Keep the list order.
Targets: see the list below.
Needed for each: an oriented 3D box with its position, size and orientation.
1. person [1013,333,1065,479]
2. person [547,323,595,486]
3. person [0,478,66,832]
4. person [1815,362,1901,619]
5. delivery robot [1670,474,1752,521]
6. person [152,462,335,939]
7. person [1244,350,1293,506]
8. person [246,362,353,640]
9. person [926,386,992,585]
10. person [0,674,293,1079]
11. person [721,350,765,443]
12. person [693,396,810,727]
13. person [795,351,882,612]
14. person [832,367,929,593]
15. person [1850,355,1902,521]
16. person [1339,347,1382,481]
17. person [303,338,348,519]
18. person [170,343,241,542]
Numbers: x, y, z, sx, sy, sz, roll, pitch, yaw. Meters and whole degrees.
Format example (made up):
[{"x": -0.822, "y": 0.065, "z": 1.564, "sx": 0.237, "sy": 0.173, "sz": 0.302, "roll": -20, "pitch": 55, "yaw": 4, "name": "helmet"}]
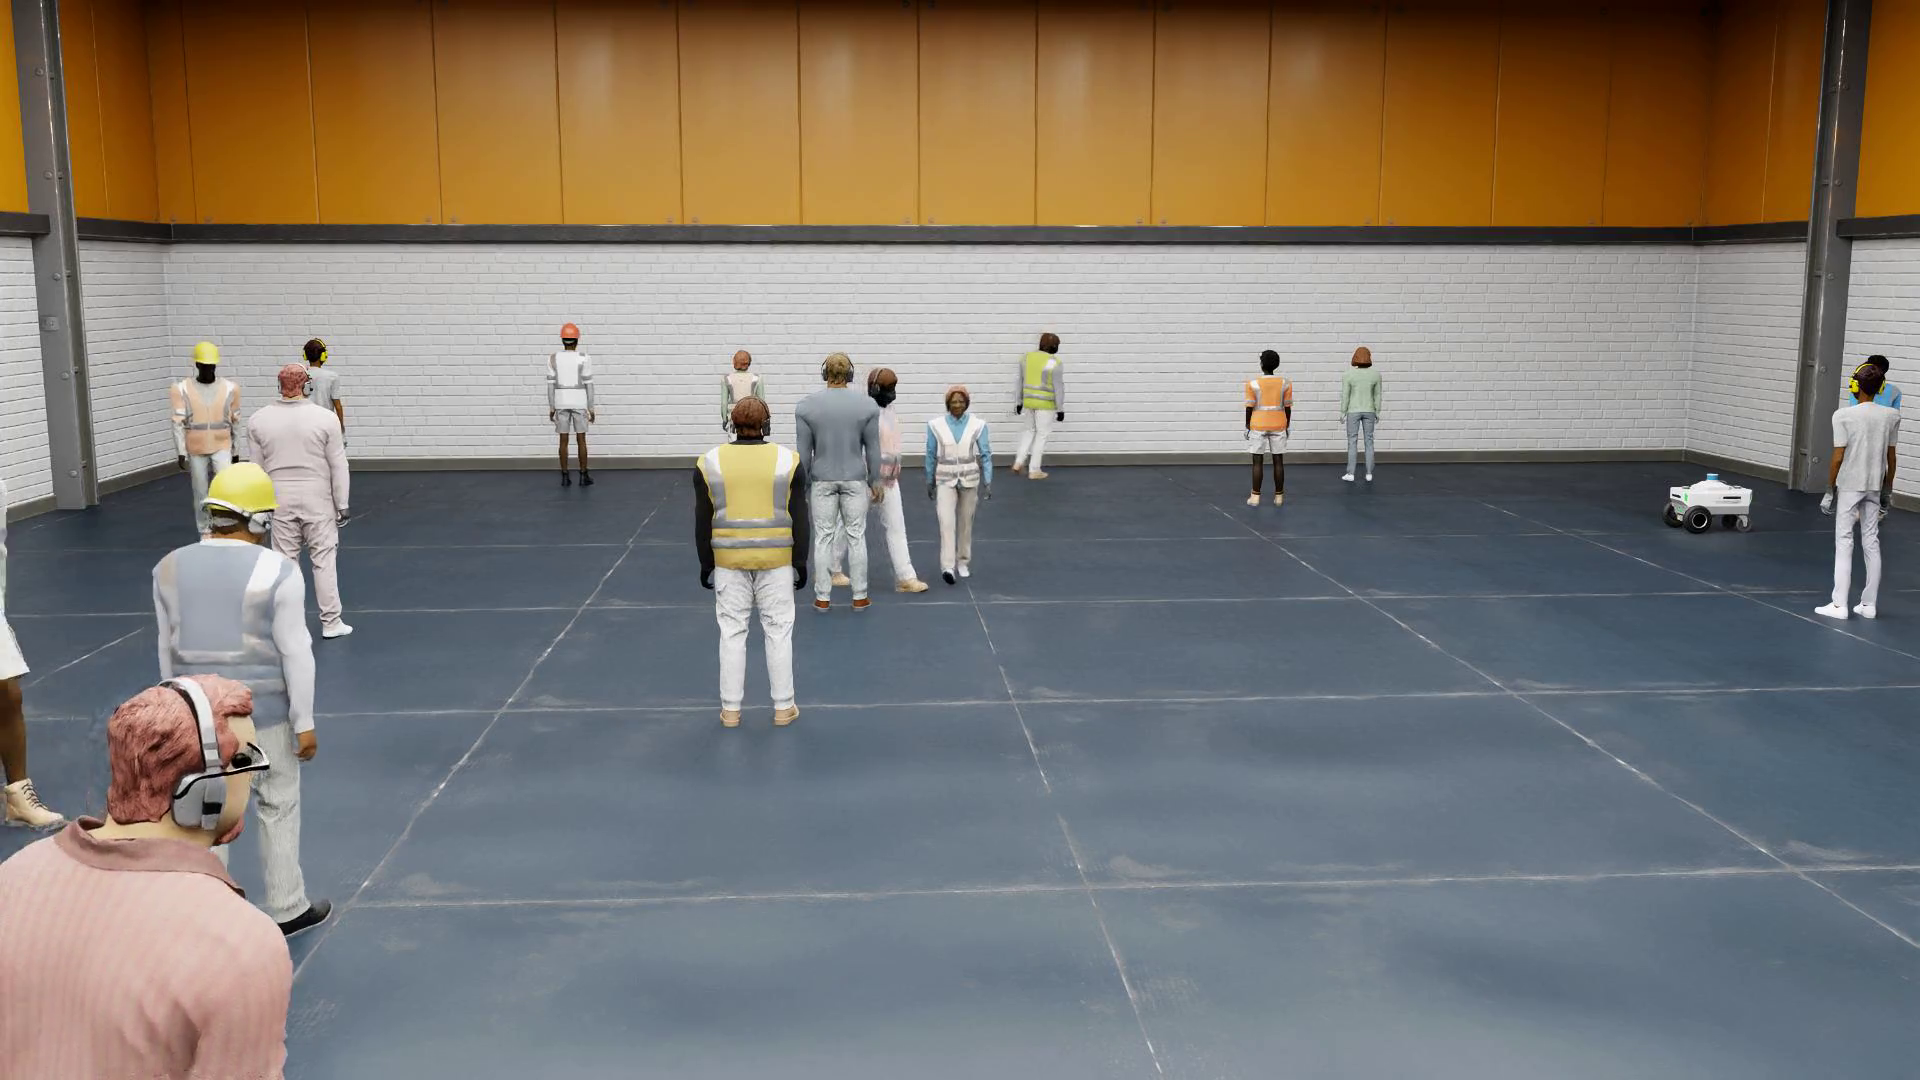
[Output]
[{"x": 1.005, "y": -1.641, "z": 20.441, "sx": 0.720, "sy": 1.804, "sz": 0.431, "roll": 9, "pitch": 13, "yaw": 44, "name": "person"}, {"x": -4.605, "y": -1.597, "z": 19.766, "sx": 0.558, "sy": 1.929, "sz": 0.409, "roll": 0, "pitch": 9, "yaw": -1, "name": "person"}, {"x": -4.550, "y": 0.320, "z": 7.480, "sx": 0.930, "sy": 2.006, "sz": 0.593, "roll": 4, "pitch": 10, "yaw": 23, "name": "person"}, {"x": 6.539, "y": -0.349, "z": 12.116, "sx": 0.531, "sy": 1.861, "sz": 0.322, "roll": -1, "pitch": 9, "yaw": -4, "name": "person"}, {"x": 7.341, "y": -0.404, "z": 16.253, "sx": 0.707, "sy": 0.478, "sz": 0.477, "roll": -1, "pitch": 9, "yaw": -4, "name": "delivery robot"}, {"x": -2.677, "y": 0.628, "z": 6.202, "sx": 0.598, "sy": 1.812, "sz": 0.518, "roll": 1, "pitch": 9, "yaw": 5, "name": "person"}, {"x": 3.334, "y": -1.209, "z": 18.019, "sx": 0.540, "sy": 1.700, "sz": 0.316, "roll": -1, "pitch": 9, "yaw": -4, "name": "person"}, {"x": -4.498, "y": -0.258, "z": 11.398, "sx": 0.650, "sy": 1.907, "sz": 0.409, "roll": -1, "pitch": 9, "yaw": -4, "name": "person"}, {"x": -0.009, "y": -0.439, "z": 13.493, "sx": 0.528, "sy": 1.593, "sz": 0.835, "roll": -1, "pitch": 9, "yaw": -4, "name": "person"}, {"x": -1.348, "y": 1.162, "z": 2.662, "sx": 0.663, "sy": 1.868, "sz": 0.699, "roll": 3, "pitch": 10, "yaw": 21, "name": "person"}, {"x": -2.497, "y": -1.366, "z": 19.193, "sx": 0.521, "sy": 1.640, "sz": 0.306, "roll": -1, "pitch": 9, "yaw": -4, "name": "person"}, {"x": -1.143, "y": 0.121, "z": 9.221, "sx": 0.632, "sy": 1.843, "sz": 0.429, "roll": -1, "pitch": 9, "yaw": -4, "name": "person"}, {"x": -0.898, "y": -0.424, "z": 12.339, "sx": 0.635, "sy": 1.939, "sz": 0.366, "roll": -1, "pitch": 9, "yaw": -4, "name": "person"}, {"x": -0.711, "y": -0.476, "z": 13.174, "sx": 1.000, "sy": 1.789, "sz": 0.643, "roll": 6, "pitch": 11, "yaw": 34, "name": "person"}, {"x": 9.258, "y": -1.030, "z": 16.906, "sx": 0.539, "sy": 1.696, "sz": 0.317, "roll": -1, "pitch": 9, "yaw": -4, "name": "person"}, {"x": 4.871, "y": -1.528, "z": 20.230, "sx": 0.506, "sy": 1.633, "sz": 0.279, "roll": -1, "pitch": 9, "yaw": -4, "name": "person"}, {"x": -6.417, "y": -1.080, "z": 16.677, "sx": 0.531, "sy": 1.871, "sz": 0.322, "roll": -1, "pitch": 9, "yaw": -4, "name": "person"}, {"x": -6.747, "y": -0.814, "z": 14.946, "sx": 0.591, "sy": 1.890, "sz": 0.933, "roll": -5, "pitch": 10, "yaw": -27, "name": "person"}]
